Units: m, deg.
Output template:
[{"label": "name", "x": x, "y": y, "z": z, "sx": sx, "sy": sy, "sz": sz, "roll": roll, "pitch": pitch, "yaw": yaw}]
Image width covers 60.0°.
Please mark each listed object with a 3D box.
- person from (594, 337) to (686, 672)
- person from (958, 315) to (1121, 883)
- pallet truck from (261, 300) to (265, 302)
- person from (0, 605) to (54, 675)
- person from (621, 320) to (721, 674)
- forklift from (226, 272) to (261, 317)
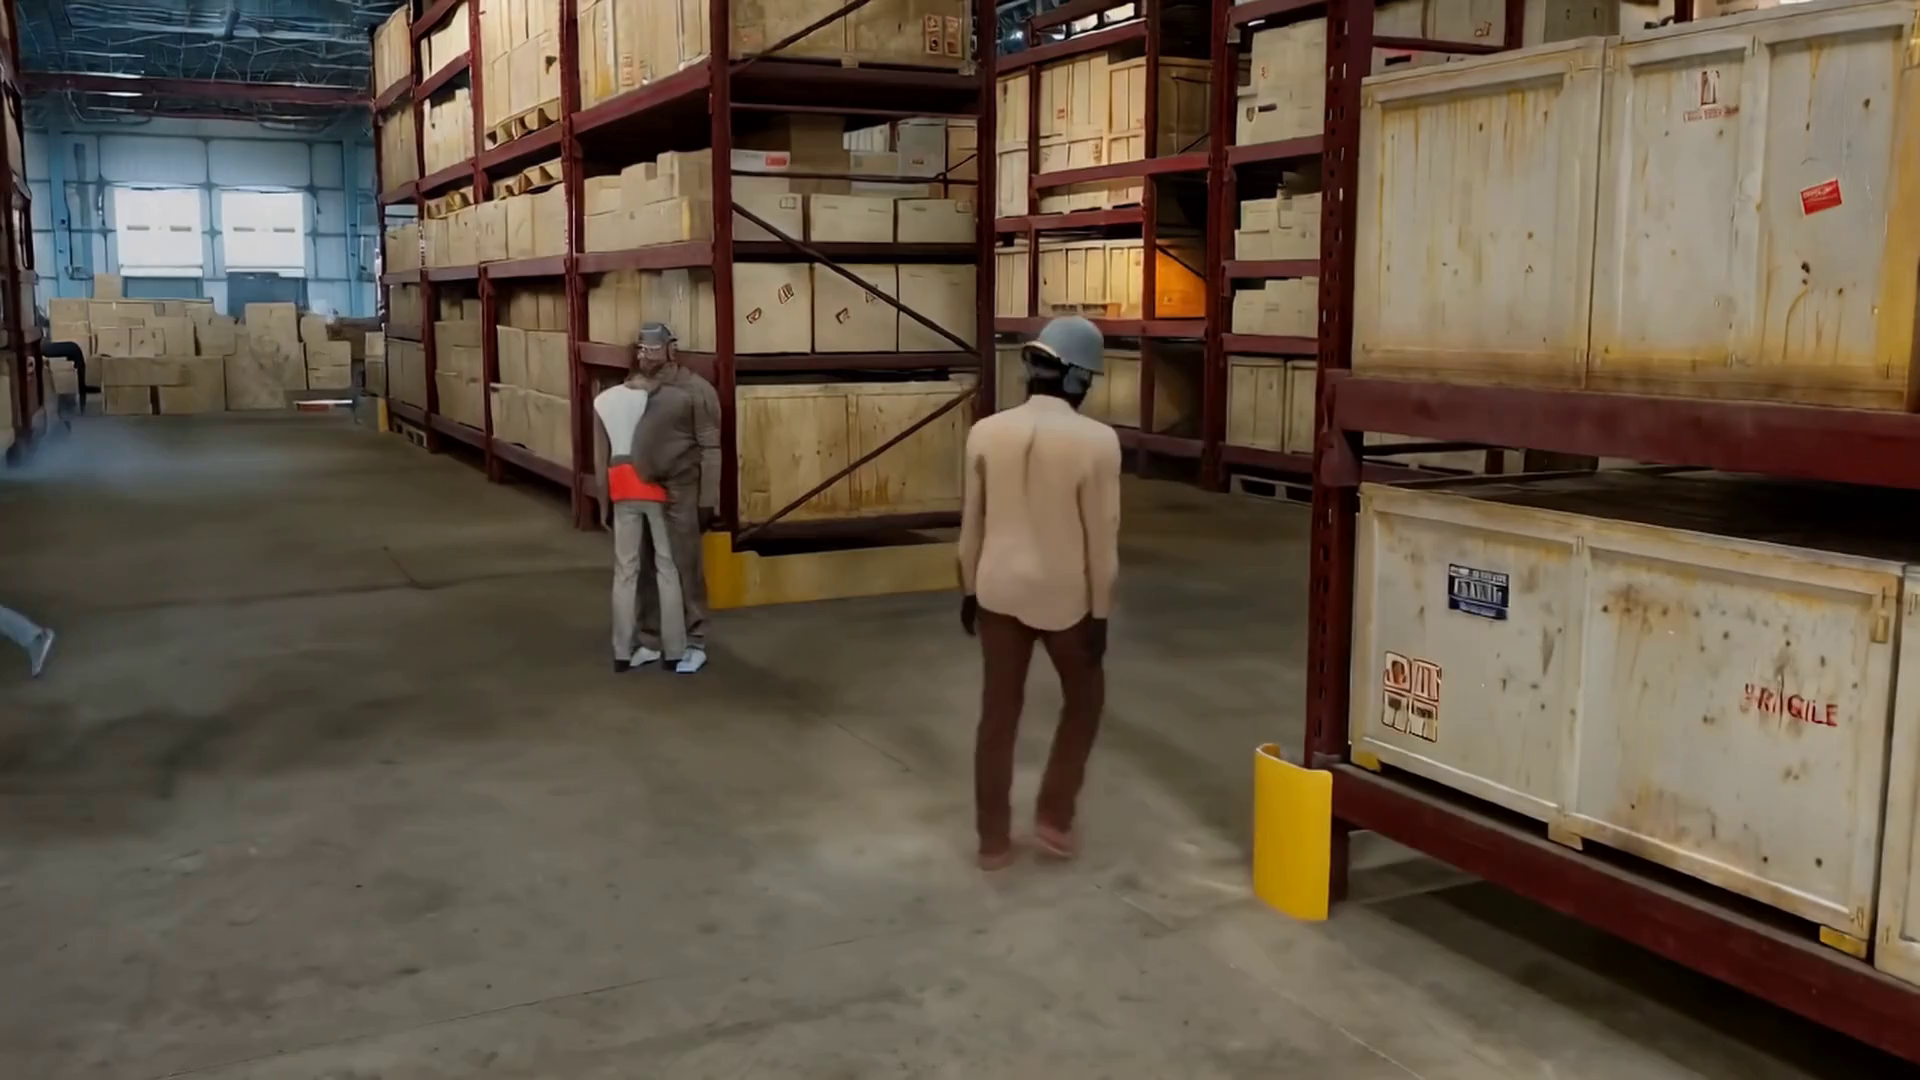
[{"label": "person", "x": -1.688, "y": -0.192, "z": 9.014, "sx": 0.566, "sy": 1.837, "sz": 0.392, "roll": 0, "pitch": 8, "yaw": -1}, {"label": "person", "x": 0.258, "y": 0.209, "z": 5.776, "sx": 0.681, "sy": 1.958, "sz": 0.527, "roll": 4, "pitch": 9, "yaw": 25}, {"label": "pallet truck", "x": -23.913, "y": -7.404, "z": 58.171, "sx": 1.885, "sy": 1.965, "sz": 0.823, "roll": -1, "pitch": 8, "yaw": -9}, {"label": "person", "x": -5.028, "y": -0.008, "z": 8.478, "sx": 0.532, "sy": 1.612, "sz": 0.661, "roll": 7, "pitch": 11, "yaw": 40}, {"label": "person", "x": -1.612, "y": -0.228, "z": 9.000, "sx": 0.648, "sy": 1.907, "sz": 0.401, "roll": 3, "pitch": 9, "yaw": 22}, {"label": "forklift", "x": -21.439, "y": -6.646, "z": 49.917, "sx": 1.873, "sy": 2.768, "sz": 1.129, "roll": 6, "pitch": 10, "yaw": 35}]
